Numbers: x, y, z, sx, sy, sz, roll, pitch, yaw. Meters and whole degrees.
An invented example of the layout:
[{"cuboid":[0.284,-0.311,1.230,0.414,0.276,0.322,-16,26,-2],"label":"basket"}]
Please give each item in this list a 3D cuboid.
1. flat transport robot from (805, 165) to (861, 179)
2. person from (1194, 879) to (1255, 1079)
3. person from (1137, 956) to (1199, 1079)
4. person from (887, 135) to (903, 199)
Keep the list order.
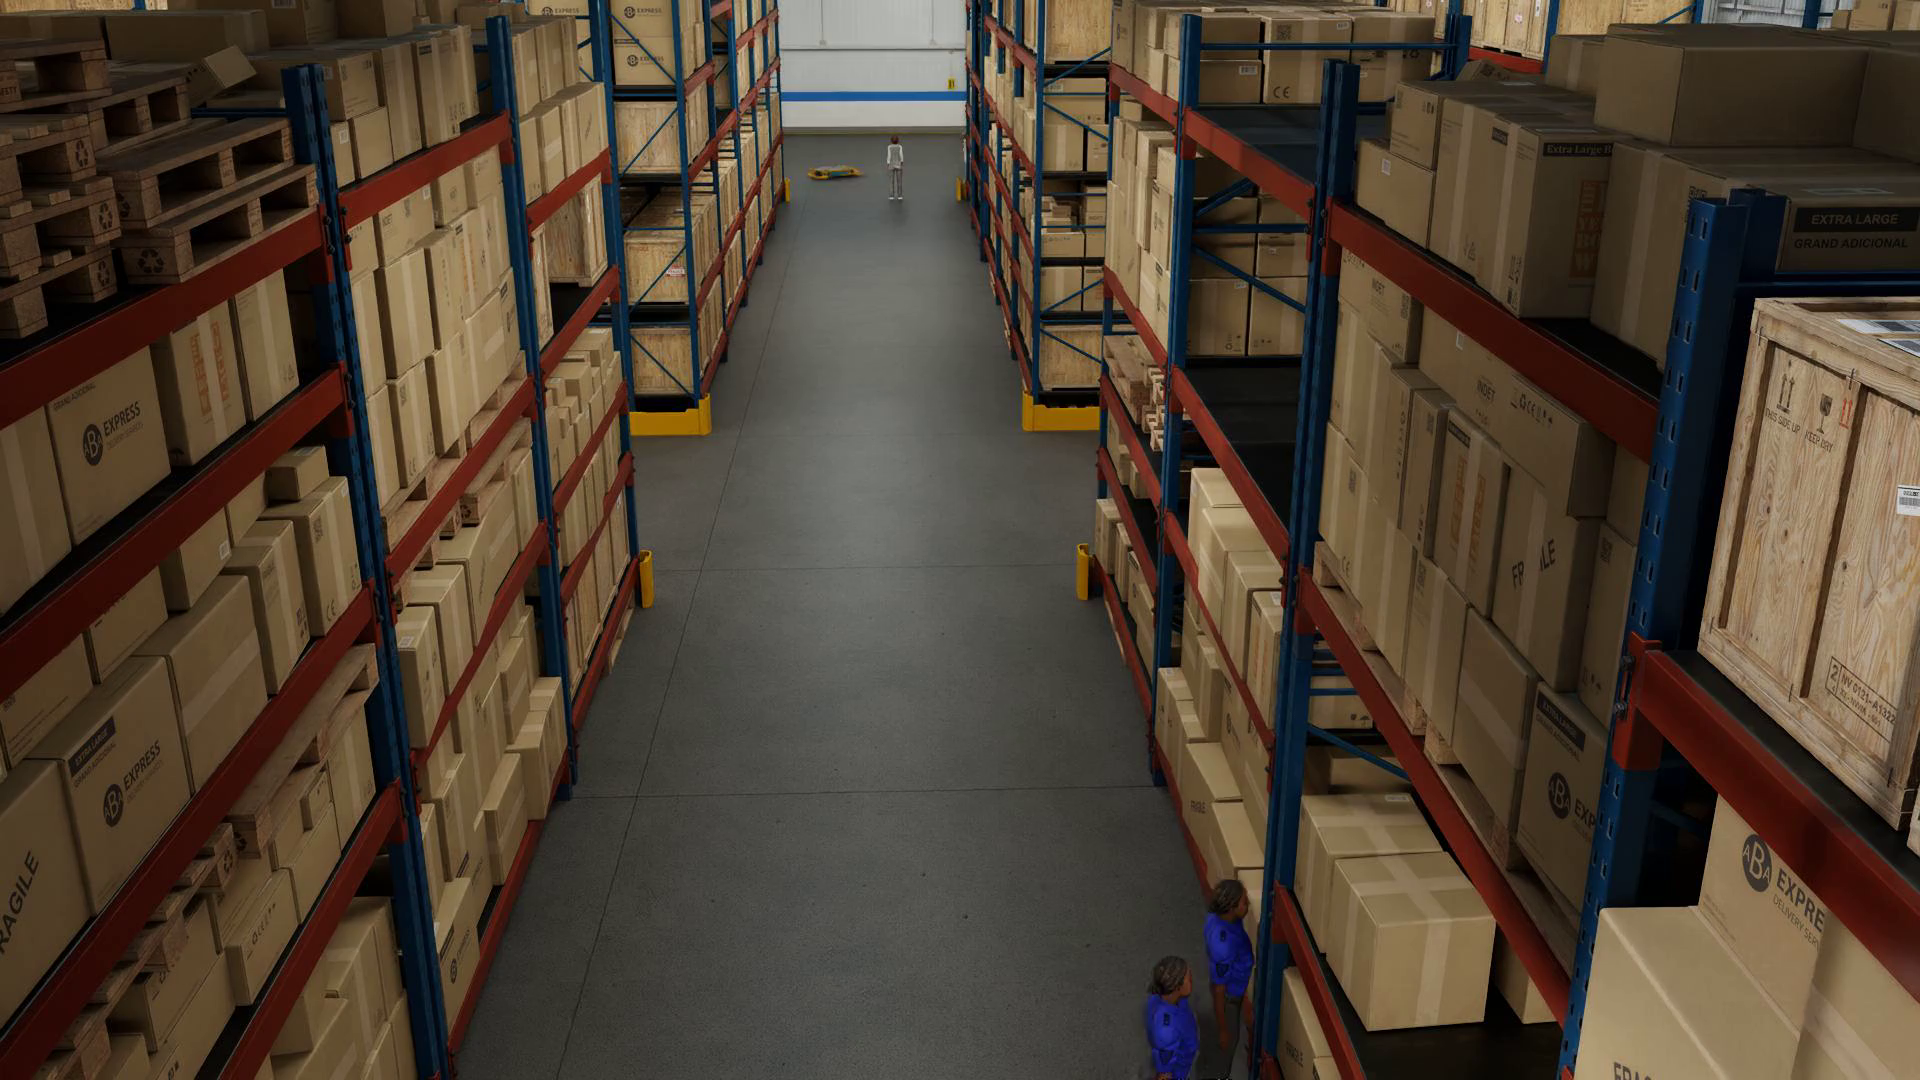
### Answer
[{"cuboid":[-3.496,-10.138,45.872,1.431,0.241,0.659,-16,25,-36],"label":"flat transport robot"},{"cuboid":[1.498,2.670,9.486,0.316,1.670,0.449,2,21,6],"label":"person"},{"cuboid":[1.080,2.920,8.790,0.332,1.664,0.526,3,21,9],"label":"person"},{"cuboid":[-1.632,-9.394,41.908,0.408,1.601,0.336,-2,21,-4],"label":"person"}]
